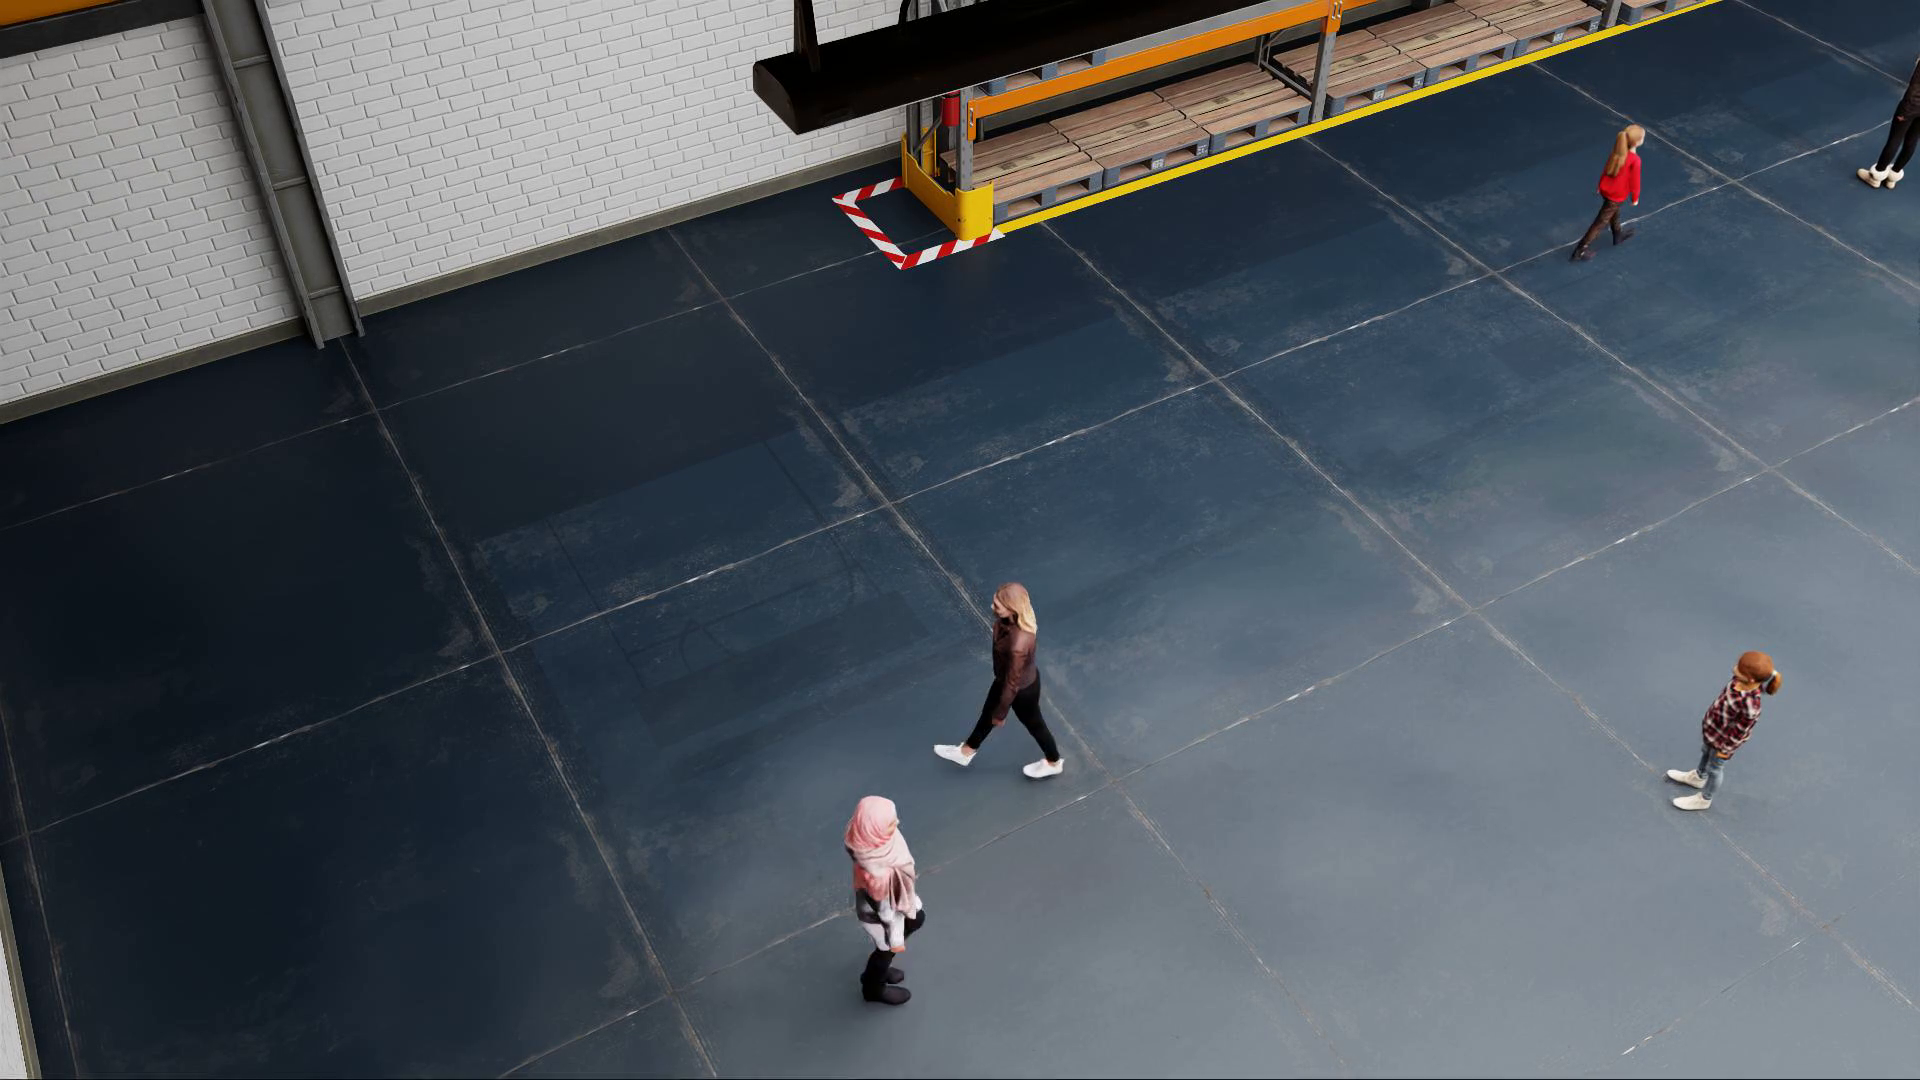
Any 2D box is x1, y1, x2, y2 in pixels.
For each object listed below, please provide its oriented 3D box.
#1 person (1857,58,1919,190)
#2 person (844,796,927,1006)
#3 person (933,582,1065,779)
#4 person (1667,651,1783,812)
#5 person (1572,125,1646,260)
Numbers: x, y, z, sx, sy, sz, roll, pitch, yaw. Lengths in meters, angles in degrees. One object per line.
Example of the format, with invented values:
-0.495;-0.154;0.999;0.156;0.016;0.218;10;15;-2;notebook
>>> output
8.642;-3.905;14.966;0.691;1.666;0.748;12;45;12;person
-0.496;1.929;8.750;0.769;1.792;0.746;-4;44;-4;person
0.438;0.876;9.948;1.146;1.665;0.943;-1;44;-1;person
4.593;1.126;9.945;0.665;1.307;0.615;8;44;8;person
5.561;-2.952;14.267;0.925;1.249;0.607;-14;45;-14;person
